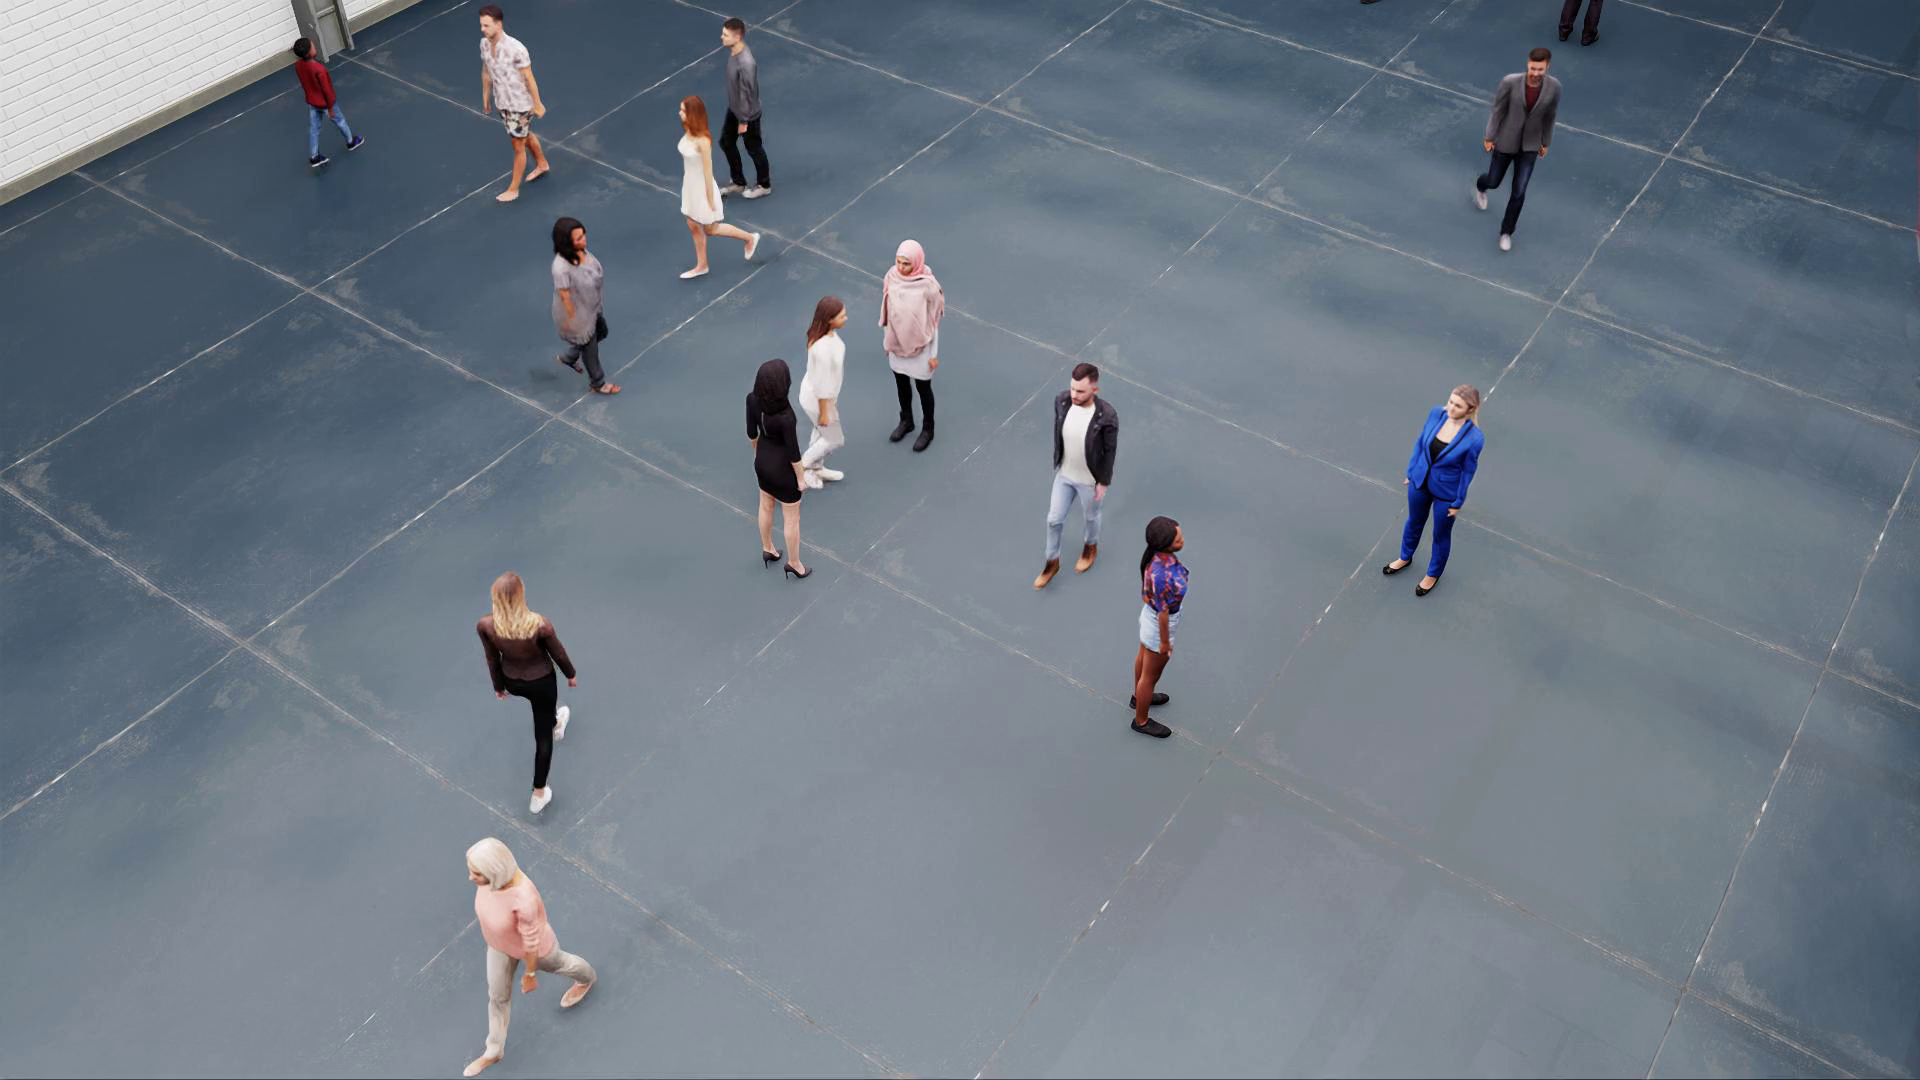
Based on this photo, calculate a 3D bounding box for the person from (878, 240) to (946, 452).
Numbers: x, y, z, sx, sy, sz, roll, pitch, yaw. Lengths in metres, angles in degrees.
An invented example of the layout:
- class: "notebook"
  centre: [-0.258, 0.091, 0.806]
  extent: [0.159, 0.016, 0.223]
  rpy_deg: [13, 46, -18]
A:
- class: "person"
  centre: [-0.350, -1.450, 12.375]
  extent: [0.654, 1.802, 0.636]
  rpy_deg: [18, 46, 18]

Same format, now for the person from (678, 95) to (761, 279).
- class: "person"
  centre: [-2.107, -2.985, 14.063]
  extent: [1.037, 1.696, 0.831]
  rpy_deg: [-19, 47, -19]

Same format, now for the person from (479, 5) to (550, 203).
- class: "person"
  centre: [-3.984, -4.035, 15.100]
  extent: [0.703, 1.786, 1.006]
  rpy_deg: [25, 49, 24]

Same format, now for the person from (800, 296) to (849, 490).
- class: "person"
  centre: [-1.066, -1.044, 12.046]
  extent: [0.873, 1.667, 0.813]
  rpy_deg: [-4, 44, -4]

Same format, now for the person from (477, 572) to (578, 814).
- class: "person"
  centre: [-2.593, 0.922, 9.985]
  extent: [0.997, 1.664, 1.209]
  rpy_deg: [3, 44, 4]

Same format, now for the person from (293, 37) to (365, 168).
- class: "person"
  centre: [-6.024, -4.069, 15.541]
  extent: [0.634, 1.226, 0.912]
  rpy_deg: [17, 46, 17]

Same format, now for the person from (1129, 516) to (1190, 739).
- class: "person"
  centre: [1.227, 0.520, 10.350]
  extent: [0.727, 1.742, 0.625]
  rpy_deg: [2, 44, 2]

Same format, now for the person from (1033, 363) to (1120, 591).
- class: "person"
  centre: [0.883, -0.508, 11.375]
  extent: [0.697, 1.817, 0.844]
  rpy_deg: [20, 47, 20]

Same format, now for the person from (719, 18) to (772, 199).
- class: "person"
  centre: [-1.861, -3.876, 14.959]
  extent: [0.864, 1.750, 0.801]
  rpy_deg: [-18, 46, -18]

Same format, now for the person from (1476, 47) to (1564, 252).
- class: "person"
  centre: [4.837, -3.495, 14.494]
  extent: [1.021, 1.839, 1.215]
  rpy_deg: [5, 44, 5]

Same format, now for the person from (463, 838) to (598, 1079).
- class: "person"
  centre: [-2.238, 2.068, 8.777]
  extent: [0.636, 1.670, 1.113]
  rpy_deg: [28, 50, 26]

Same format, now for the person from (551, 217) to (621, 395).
- class: "person"
  centre: [-3.014, -1.827, 12.919]
  extent: [0.879, 1.597, 0.829]
  rpy_deg: [2, 44, 2]

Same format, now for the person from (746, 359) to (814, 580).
- class: "person"
  centre: [-1.249, -0.474, 11.350]
  extent: [0.625, 1.802, 0.531]
  rpy_deg: [31, 52, 29]

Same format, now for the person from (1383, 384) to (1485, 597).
- class: "person"
  centre: [3.256, -0.366, 11.310]
  extent: [0.631, 1.701, 0.667]
  rpy_deg: [-31, 52, -29]

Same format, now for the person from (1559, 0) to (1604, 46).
- class: "person"
  centre: [6.575, -6.021, 17.139]
  extent: [0.665, 1.849, 0.588]
  rpy_deg: [22, 48, 21]
